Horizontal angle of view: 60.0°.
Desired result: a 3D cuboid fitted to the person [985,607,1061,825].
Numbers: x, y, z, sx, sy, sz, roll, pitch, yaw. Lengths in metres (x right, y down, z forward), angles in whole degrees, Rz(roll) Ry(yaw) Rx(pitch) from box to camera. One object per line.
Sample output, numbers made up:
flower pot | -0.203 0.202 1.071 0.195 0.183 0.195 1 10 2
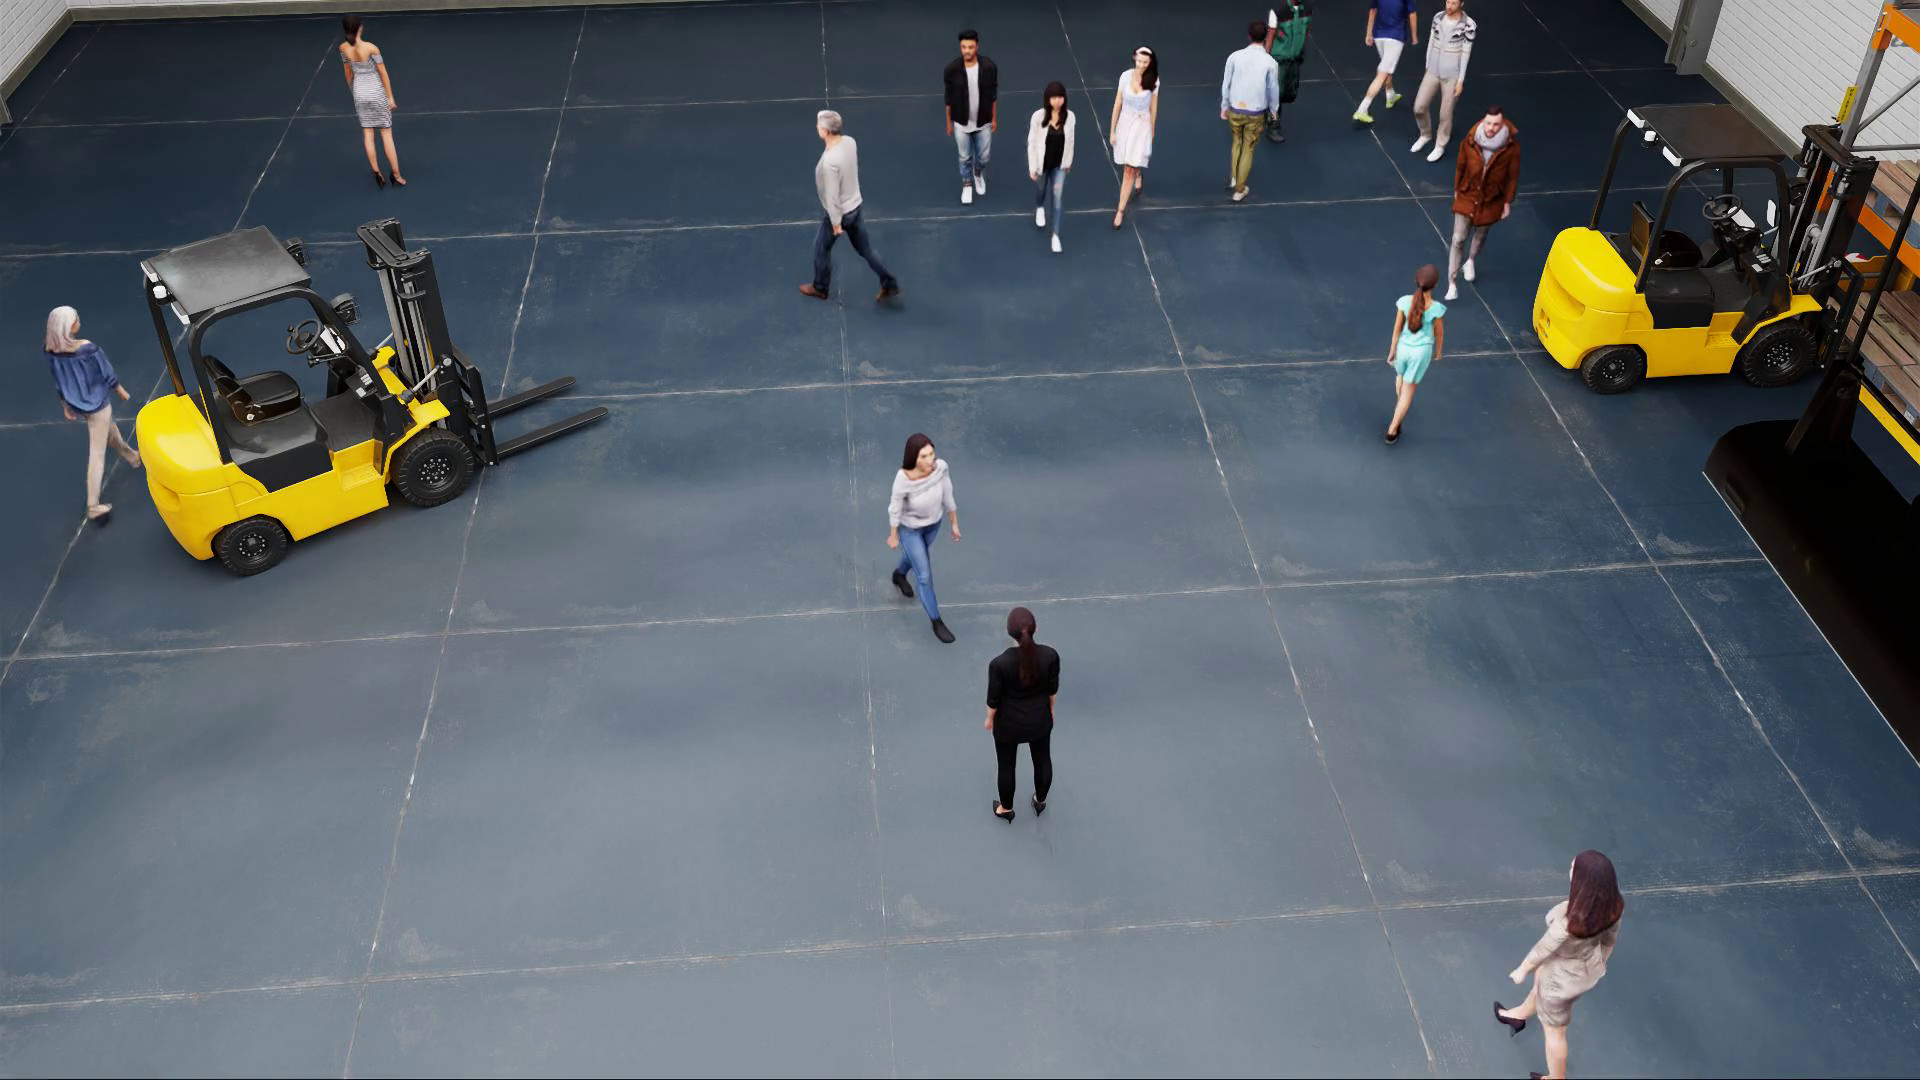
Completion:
person | 0.378 1.086 10.067 0.632 1.662 0.599 -9 39 -11

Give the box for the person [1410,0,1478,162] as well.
person | 5.136 -4.913 17.433 0.791 1.844 0.859 29 47 31

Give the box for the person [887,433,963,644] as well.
person | -0.328 -0.106 11.624 0.985 1.583 1.161 -26 45 -29

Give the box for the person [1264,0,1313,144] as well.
person | 3.421 -5.177 17.785 0.896 1.818 0.994 -14 41 -17

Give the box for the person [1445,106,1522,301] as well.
person | 4.774 -3.128 15.243 0.969 1.788 1.220 10 40 12

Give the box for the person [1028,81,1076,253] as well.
person | 0.849 -3.674 16.078 0.626 1.598 1.086 -3 39 -3

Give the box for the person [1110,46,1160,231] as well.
person | 1.718 -4.020 16.382 0.945 1.761 1.273 12 40 14

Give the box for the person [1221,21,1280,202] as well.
person | 2.842 -4.257 16.650 0.848 1.796 0.880 21 43 25

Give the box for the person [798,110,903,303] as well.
person | -0.973 -2.943 14.944 1.191 1.872 1.296 17 41 20

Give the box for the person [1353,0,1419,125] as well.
person | 4.626 -5.410 18.112 1.210 1.773 1.231 -29 47 -31

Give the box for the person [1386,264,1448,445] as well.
person | 3.622 -1.465 13.368 0.897 1.528 1.011 23 44 26

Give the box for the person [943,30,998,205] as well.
person | 0.113 -4.281 16.683 0.712 1.792 0.674 -1 39 -1

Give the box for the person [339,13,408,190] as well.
person | -5.976 -4.443 16.862 0.649 1.822 0.596 5 39 6

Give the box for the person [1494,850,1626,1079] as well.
person | 3.155 2.298 8.507 0.805 1.716 0.975 -19 42 -22

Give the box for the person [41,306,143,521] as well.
person | -6.620 -0.939 12.617 0.842 1.644 1.277 5 39 6
